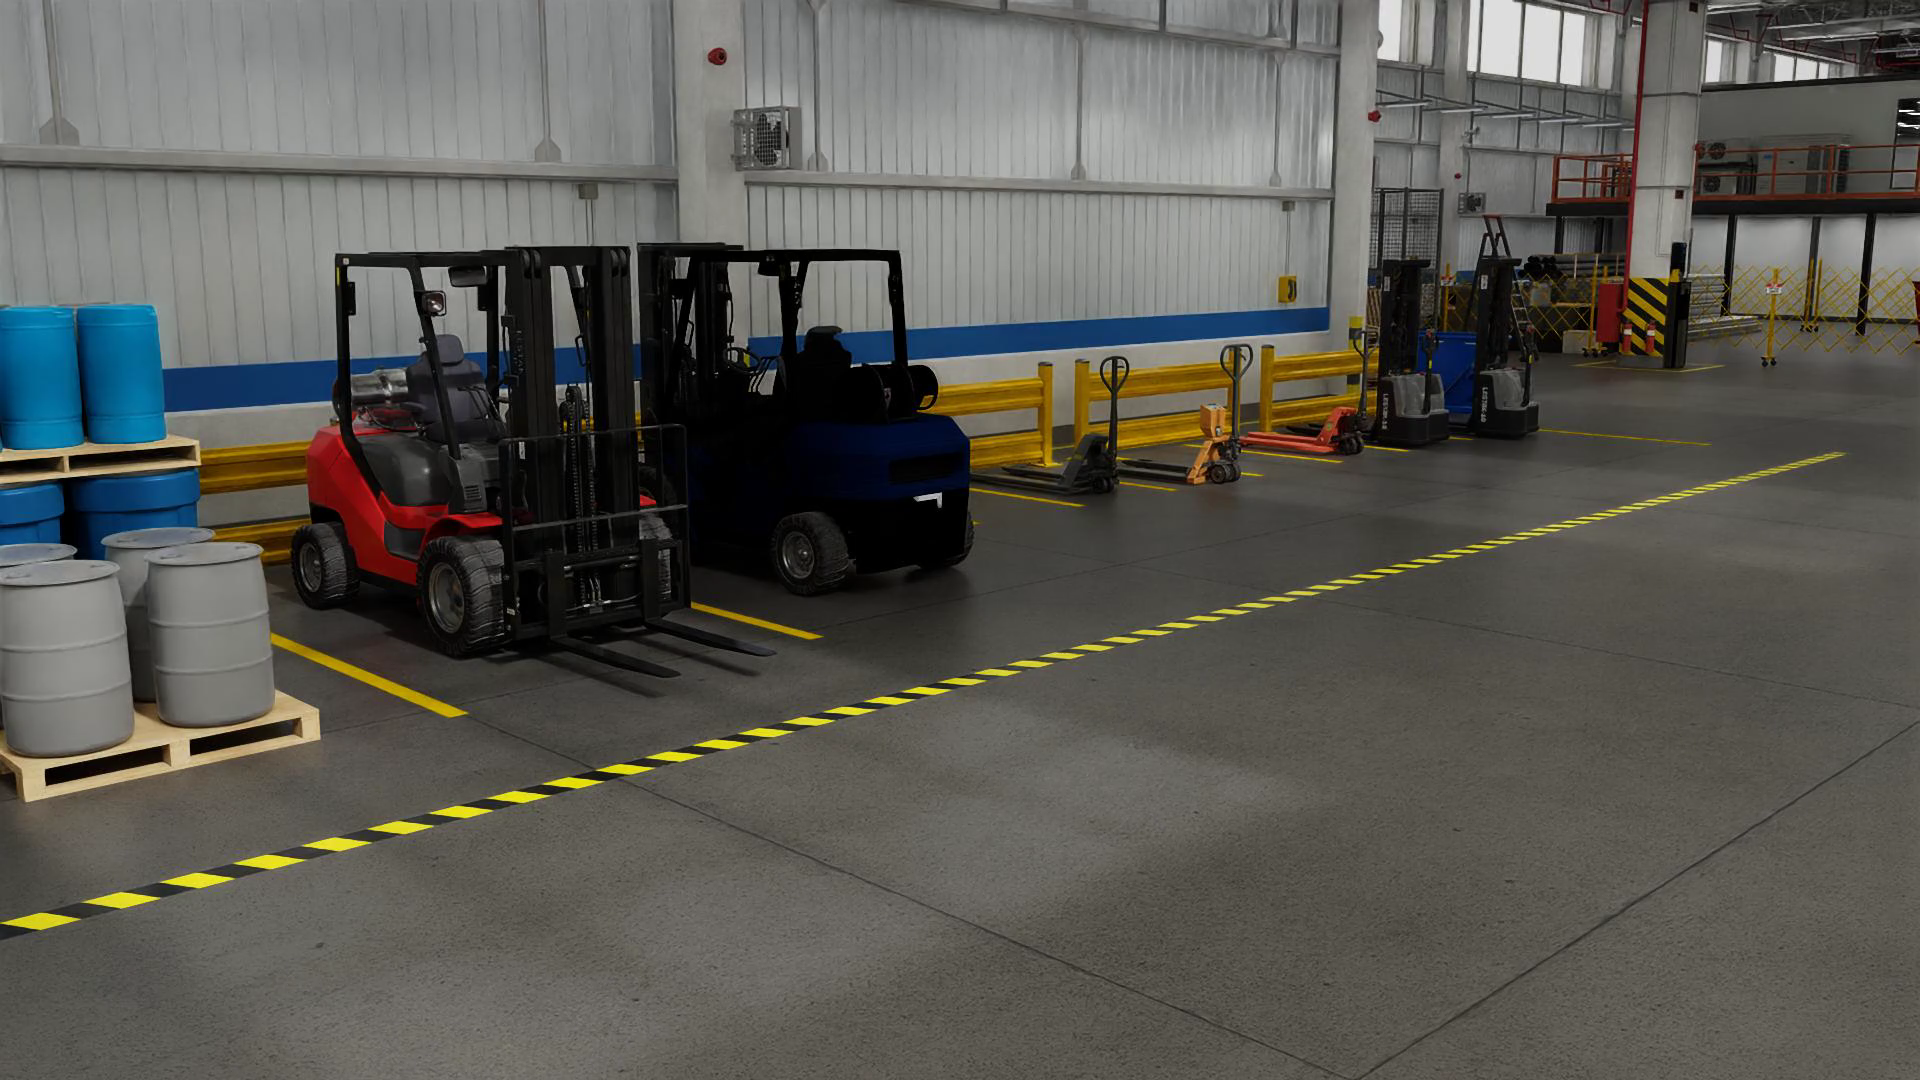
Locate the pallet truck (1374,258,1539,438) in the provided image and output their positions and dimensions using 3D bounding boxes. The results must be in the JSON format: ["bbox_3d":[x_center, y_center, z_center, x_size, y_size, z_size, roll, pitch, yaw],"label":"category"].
[{"bbox_3d":[5.704,-2.208,18.901,1.885,1.965,0.823,10,14,43],"label":"pallet truck"}]

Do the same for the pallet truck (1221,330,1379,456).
[{"bbox_3d":[3.563,-1.581,17.381,0.653,1.274,1.630,-10,14,-44],"label":"pallet truck"}]

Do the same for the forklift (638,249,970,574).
[{"bbox_3d":[-1.173,-0.958,11.239,2.680,1.987,1.157,10,14,43],"label":"forklift"}]

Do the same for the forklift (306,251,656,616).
[{"bbox_3d":[-2.833,-0.669,9.694,1.157,1.987,2.680,-10,14,-44],"label":"forklift"}]

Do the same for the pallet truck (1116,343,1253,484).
[{"bbox_3d":[1.962,-1.215,15.415,1.522,1.261,0.704,10,14,43],"label":"pallet truck"}]

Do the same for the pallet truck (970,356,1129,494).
[{"bbox_3d":[0.784,-1.085,14.876,0.680,1.201,1.601,-10,14,-44],"label":"pallet truck"}]

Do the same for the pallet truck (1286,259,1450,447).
[{"bbox_3d":[4.493,-2.078,18.196,0.823,1.965,1.885,-9,14,-40],"label":"pallet truck"}]
